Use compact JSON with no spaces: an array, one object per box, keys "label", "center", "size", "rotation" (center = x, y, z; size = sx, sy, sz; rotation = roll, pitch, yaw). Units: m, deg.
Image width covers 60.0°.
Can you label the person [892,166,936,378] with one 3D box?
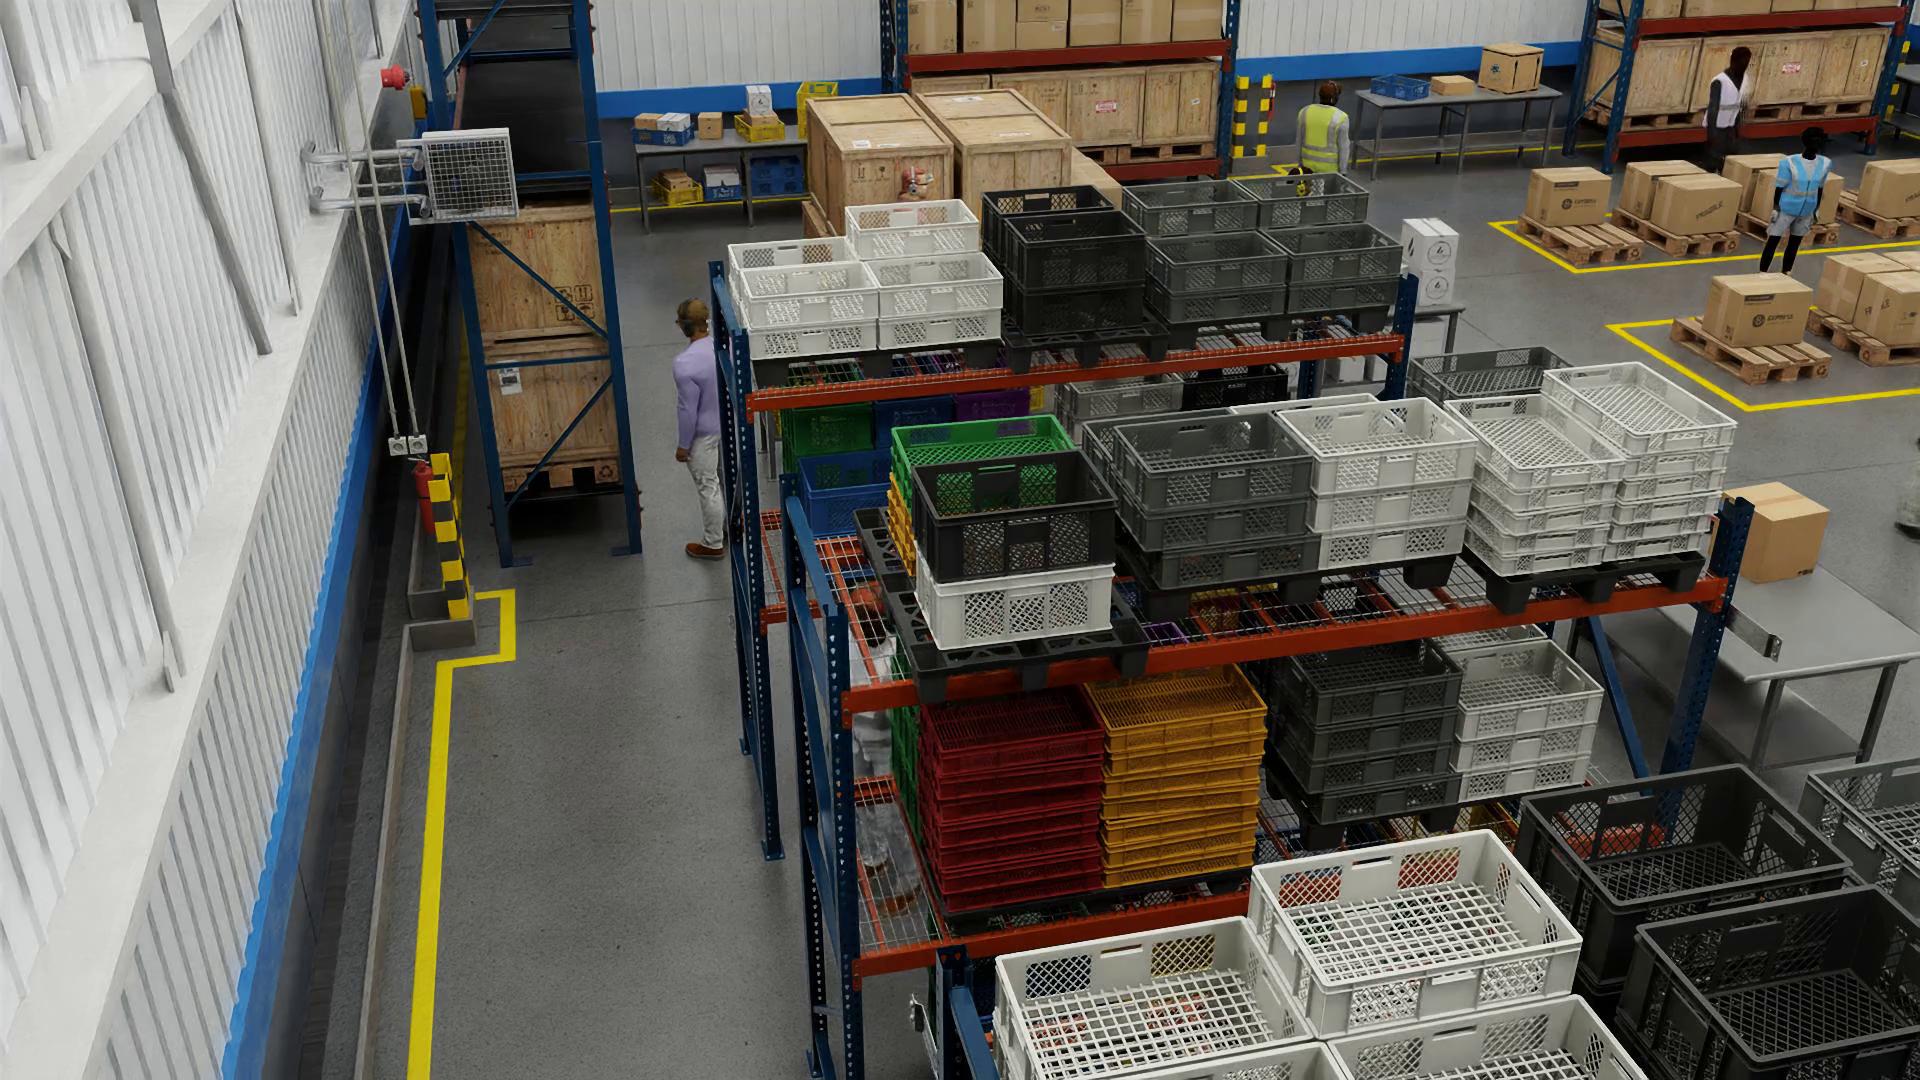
[{"label":"person","center":[-0.405,-2.372,14.775],"size":[0.401,1.910,0.640],"rotation":[-6,28,-11]}]

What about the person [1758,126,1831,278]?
[{"label":"person","center":[8.452,-3.341,16.835],"size":[0.532,1.697,0.322],"rotation":[-1,28,-1]}]

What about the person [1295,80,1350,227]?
[{"label":"person","center":[3.926,-4.041,18.010],"size":[0.633,1.842,0.429],"rotation":[22,35,36]}]

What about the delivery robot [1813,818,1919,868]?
[{"label":"delivery robot","center":[4.690,1.635,8.515],"size":[0.707,0.478,0.477],"rotation":[11,30,20]}]

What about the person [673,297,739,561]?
[{"label":"person","center":[-1.785,-0.781,11.727],"size":[0.372,1.938,0.627],"rotation":[14,31,25]}]

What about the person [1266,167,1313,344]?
[{"label":"person","center":[2.969,-2.417,14.900],"size":[0.328,1.872,0.512],"rotation":[-7,28,-12]}]

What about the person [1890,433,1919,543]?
[{"label":"person","center":[7.146,-0.866,12.001],"size":[0.598,1.829,0.404],"rotation":[-15,31,-26]}]

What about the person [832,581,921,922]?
[{"label":"person","center":[-0.433,1.032,8.354],"size":[0.380,1.874,0.587],"rotation":[-25,37,-39]}]

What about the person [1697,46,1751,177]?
[{"label":"person","center":[8.907,-4.801,19.416],"size":[0.676,1.885,0.801],"rotation":[-18,33,-31]}]
